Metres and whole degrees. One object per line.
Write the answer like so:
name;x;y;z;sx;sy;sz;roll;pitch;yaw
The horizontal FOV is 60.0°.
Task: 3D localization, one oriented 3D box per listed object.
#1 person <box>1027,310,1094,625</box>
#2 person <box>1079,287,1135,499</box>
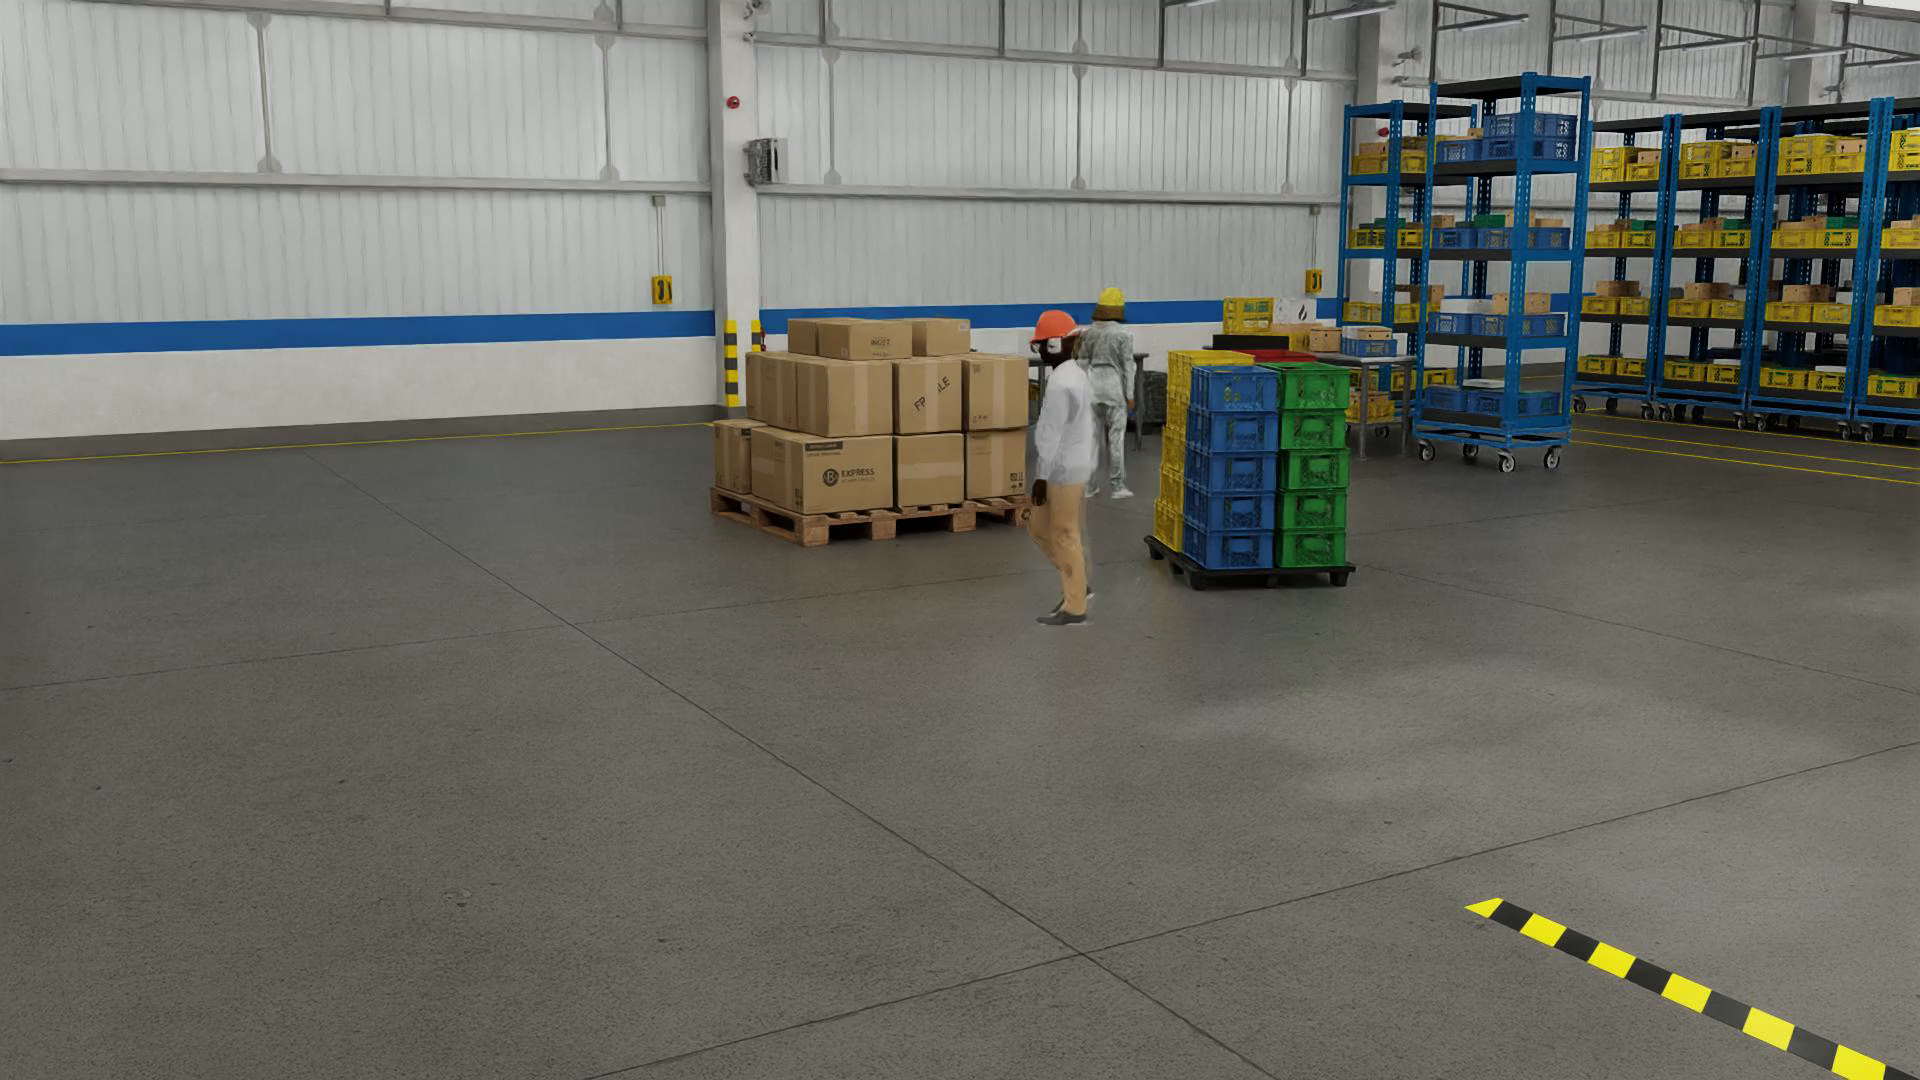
person;0.543;-0.383;9.088;0.397;1.731;0.570;1;10;5
person;1.225;-1.215;13.774;0.492;1.742;0.320;6;12;30
